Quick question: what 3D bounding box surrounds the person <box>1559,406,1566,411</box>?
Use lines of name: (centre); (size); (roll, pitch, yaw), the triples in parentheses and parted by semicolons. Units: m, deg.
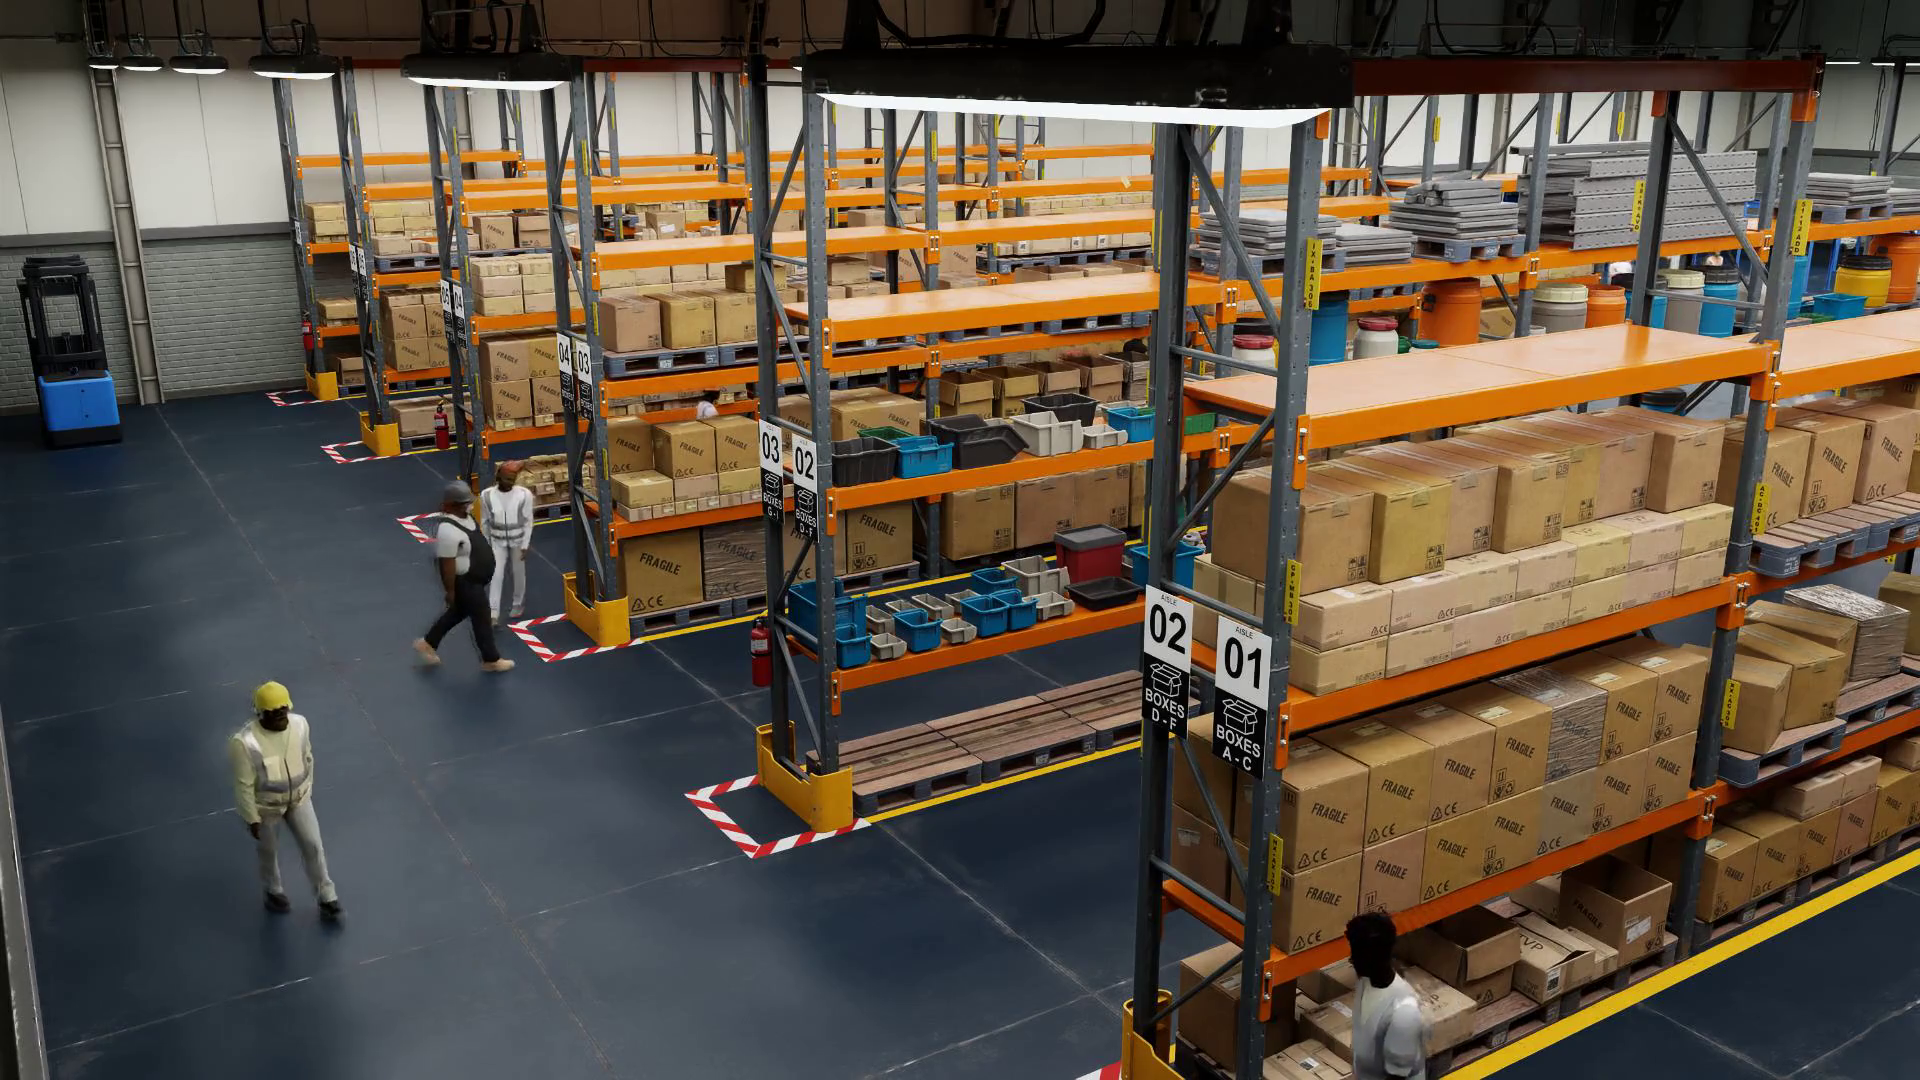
person: (10.177, -2.914, 26.831); (0.397, 1.877, 0.588); (-15, 23, -41)

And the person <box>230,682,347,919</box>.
person: (-4.794, 1.876, 11.222); (0.871, 1.792, 0.606); (15, 22, 40)

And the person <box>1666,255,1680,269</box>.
person: (17.737, -6.641, 39.129); (0.950, 1.820, 0.489); (-11, 20, -32)

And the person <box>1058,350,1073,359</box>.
person: (1.513, -1.898, 23.501); (0.921, 1.837, 0.600); (-9, 19, -26)

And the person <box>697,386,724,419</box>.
person: (-3.340, -1.250, 21.251); (0.412, 1.923, 0.541); (-8, 19, -24)

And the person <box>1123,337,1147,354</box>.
person: (2.858, -2.555, 25.411); (0.390, 1.992, 0.624); (-10, 20, -30)

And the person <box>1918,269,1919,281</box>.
person: (21.211, -5.442, 35.056); (0.955, 1.903, 0.633); (9, 19, 27)

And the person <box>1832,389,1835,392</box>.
person: (16.462, -3.692, 29.401); (0.396, 1.841, 0.565); (-2, 17, -8)

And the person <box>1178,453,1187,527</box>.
person: (2.581, -0.622, 19.479); (0.483, 1.757, 0.528); (-10, 20, -31)

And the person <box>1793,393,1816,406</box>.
person: (12.043, -1.537, 22.599); (0.339, 1.675, 0.613); (14, 22, 39)

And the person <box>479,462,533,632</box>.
person: (-4.919, 0.047, 17.161); (0.586, 1.825, 0.963); (-3, 17, -9)

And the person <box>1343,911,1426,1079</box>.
person: (2.168, 2.793, 8.065); (1.063, 1.898, 0.615); (-5, 18, -16)

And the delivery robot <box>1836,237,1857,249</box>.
delivery robot: (28.708, -9.690, 51.150); (0.477, 0.478, 0.707); (-2, 17, -7)

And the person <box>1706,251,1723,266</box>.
person: (18.362, -6.315, 38.365); (0.543, 1.612, 0.663); (-6, 18, -20)

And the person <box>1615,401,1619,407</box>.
person: (10.737, -2.391, 25.177); (0.443, 1.812, 0.616); (14, 22, 39)

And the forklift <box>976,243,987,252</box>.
forklift: (0.988, -5.474, 34.718); (1.214, 2.155, 2.313); (-10, 20, -31)

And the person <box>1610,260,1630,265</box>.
person: (15.598, -6.153, 37.402); (0.741, 1.879, 0.582); (-11, 20, -32)

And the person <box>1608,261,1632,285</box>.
person: (14.918, -5.699, 35.898); (0.569, 1.887, 0.946); (-2, 17, -7)

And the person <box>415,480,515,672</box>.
person: (-5.072, 0.349, 15.883); (0.943, 2.000, 0.677); (-2, 17, -8)

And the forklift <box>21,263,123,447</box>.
forklift: (-14.518, -3.079, 25.708); (1.129, 2.768, 1.873); (-10, 20, -31)
